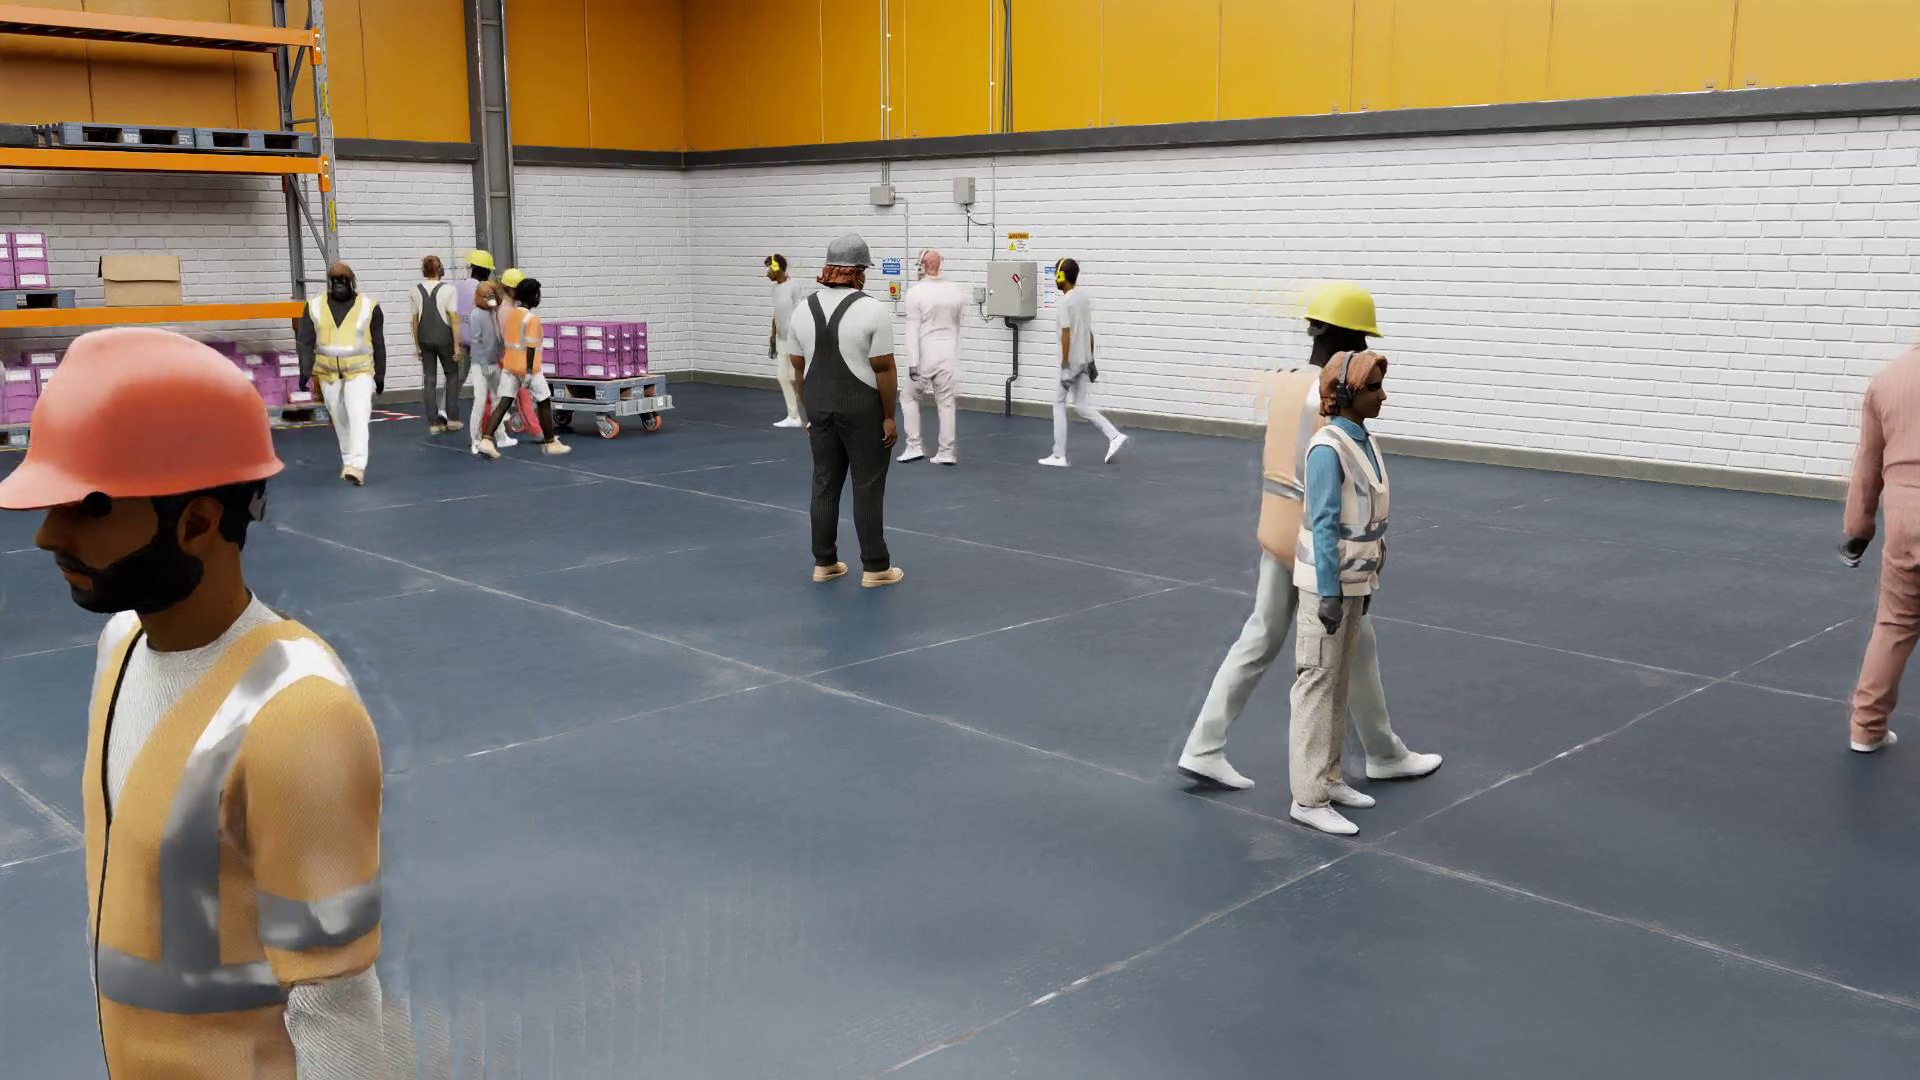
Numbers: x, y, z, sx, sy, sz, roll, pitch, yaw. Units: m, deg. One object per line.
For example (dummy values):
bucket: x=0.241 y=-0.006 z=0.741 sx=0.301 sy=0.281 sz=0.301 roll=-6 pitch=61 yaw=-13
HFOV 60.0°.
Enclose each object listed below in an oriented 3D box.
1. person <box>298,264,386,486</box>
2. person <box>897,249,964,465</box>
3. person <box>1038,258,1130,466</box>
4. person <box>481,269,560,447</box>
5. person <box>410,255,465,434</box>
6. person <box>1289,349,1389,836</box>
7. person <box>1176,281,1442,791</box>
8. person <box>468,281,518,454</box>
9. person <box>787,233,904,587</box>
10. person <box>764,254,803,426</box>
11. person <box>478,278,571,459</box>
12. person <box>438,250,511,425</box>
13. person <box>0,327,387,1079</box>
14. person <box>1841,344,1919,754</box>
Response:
person: x=-5.042 y=-1.348 z=13.587 sx=0.643 sy=1.787 sz=0.975 roll=-1 pitch=10 yaw=-6
person: x=-0.281 y=-1.610 z=14.720 sx=0.639 sy=1.890 sz=0.652 roll=-8 pitch=13 yaw=-36
person: x=1.065 y=-1.532 z=14.478 sx=0.757 sy=1.837 sz=0.570 roll=7 pitch=13 yaw=35
person: x=-4.303 y=-1.723 z=15.856 sx=0.791 sy=1.704 sz=0.545 roll=0 pitch=10 yaw=-1
person: x=-5.351 y=-2.002 z=17.086 sx=0.532 sy=1.816 sz=0.683 roll=0 pitch=10 yaw=2
person: x=1.304 y=0.168 z=5.719 sx=0.314 sy=1.642 sz=0.514 roll=5 pitch=12 yaw=27
person: x=1.258 y=0.004 z=6.042 sx=1.025 sy=1.873 sz=0.594 roll=-3 pitch=11 yaw=-16
person: x=-4.395 y=-1.638 z=15.688 sx=0.310 sy=1.609 sz=0.717 roll=3 pitch=11 yaw=15
person: x=-0.622 y=-0.755 z=9.662 sx=0.683 sy=2.000 sz=0.538 roll=6 pitch=12 yaw=29
person: x=-1.726 y=-2.070 z=17.452 sx=0.400 sy=1.817 sz=0.708 roll=-10 pitch=15 yaw=-44
person: x=-3.994 y=-1.554 z=15.102 sx=0.539 sy=1.646 sz=0.904 roll=9 pitch=13 yaw=39
person: x=-5.228 y=-2.159 z=17.802 sx=0.622 sy=1.865 sz=0.984 roll=8 pitch=13 yaw=37
person: x=-0.858 y=0.690 z=2.112 sx=0.652 sy=1.925 sz=0.565 roll=-10 pitch=14 yaw=-43
person: x=3.649 y=-0.018 z=6.154 sx=0.530 sy=1.867 sz=0.834 roll=-4 pitch=11 yaw=-21
